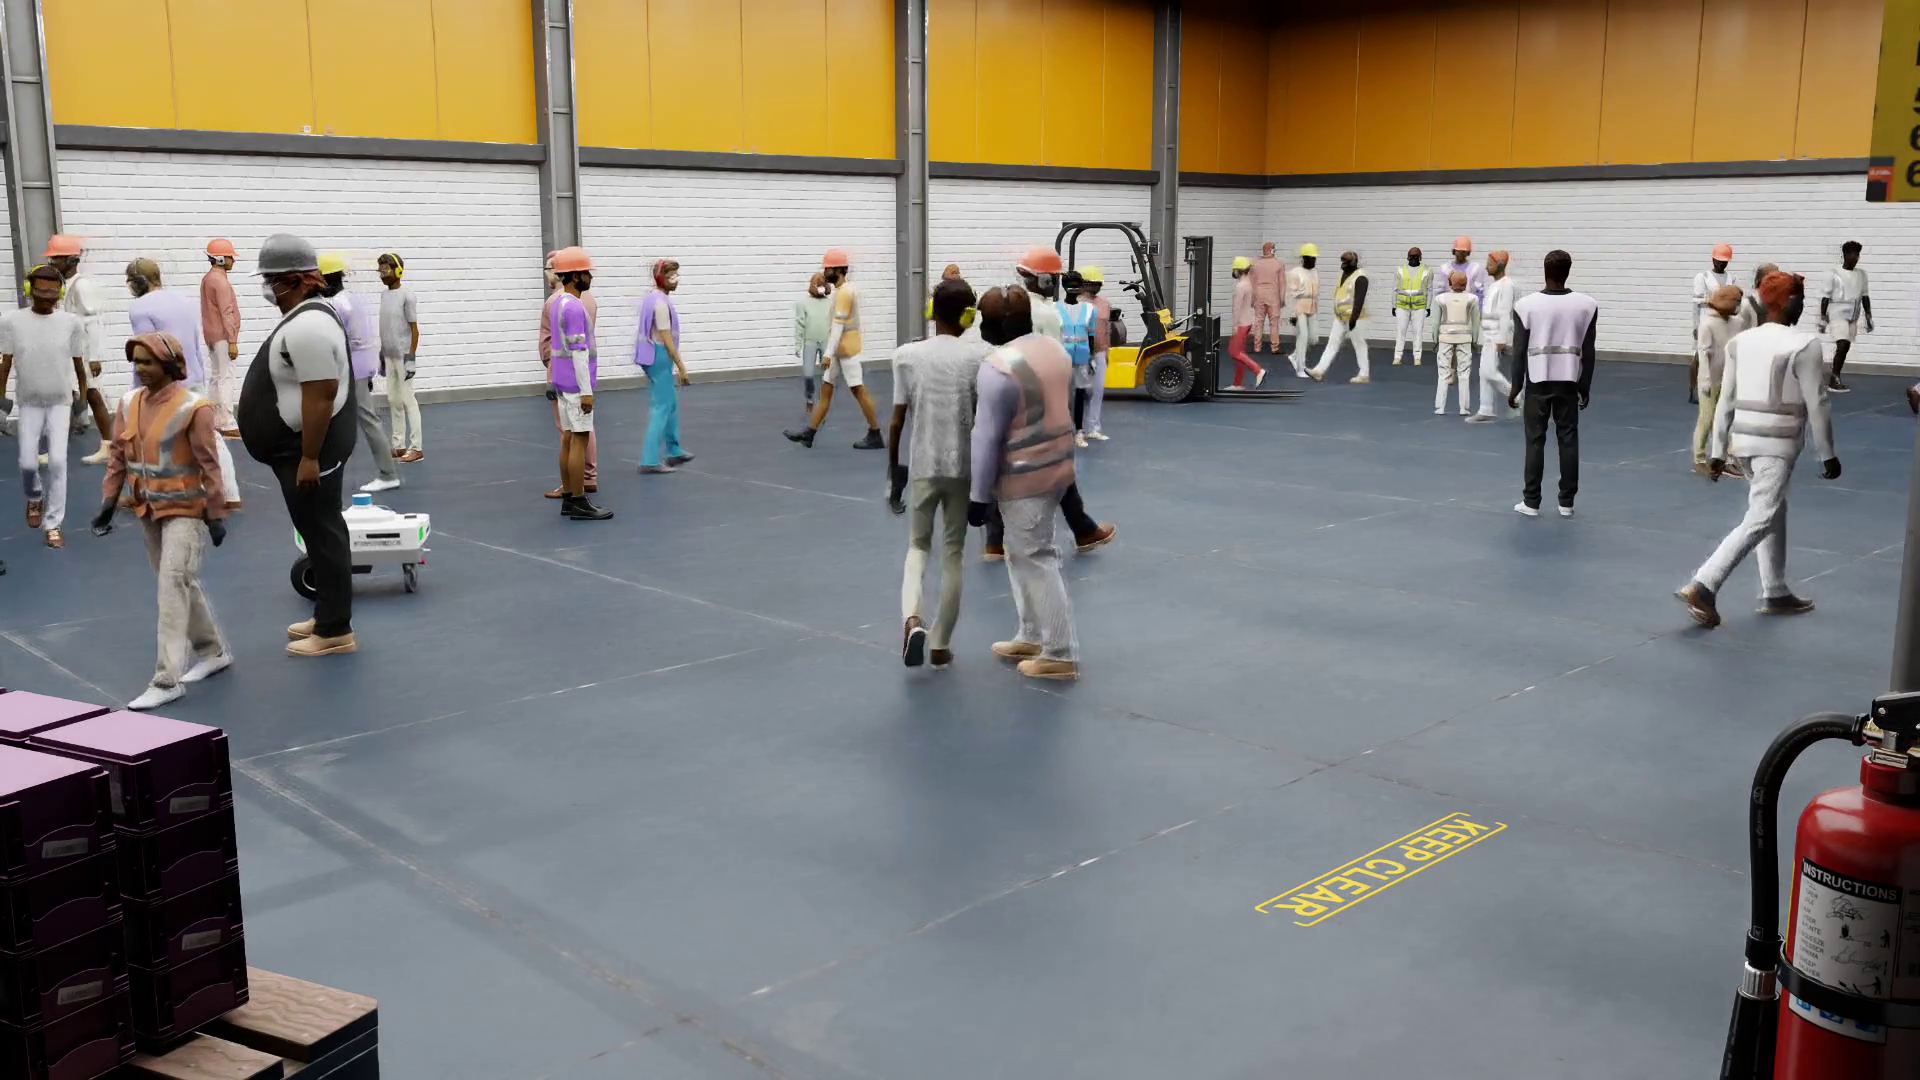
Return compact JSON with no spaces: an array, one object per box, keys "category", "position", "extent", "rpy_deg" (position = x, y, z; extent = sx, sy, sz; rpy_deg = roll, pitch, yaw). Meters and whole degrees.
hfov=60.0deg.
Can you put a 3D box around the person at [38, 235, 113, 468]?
[{"category":"person","position":[-7.828,-1.625,14.467],"extent":[0.884,2.014,0.637],"rpy_deg":[-8,13,-39]}]

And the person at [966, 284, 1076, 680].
[{"category":"person","position":[0.274,-0.250,7.557],"extent":[0.590,1.808,0.665],"rpy_deg":[5,12,27]}]

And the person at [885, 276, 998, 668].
[{"category":"person","position":[-0.083,-0.287,7.677],"extent":[0.533,1.839,0.484],"rpy_deg":[0,10,2]}]

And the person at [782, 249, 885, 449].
[{"category":"person","position":[-1.173,-1.785,15.690],"extent":[0.984,1.883,0.570],"rpy_deg":[-1,10,-8]}]

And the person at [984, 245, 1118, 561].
[{"category":"person","position":[0.547,-0.853,10.422],"extent":[0.981,1.948,0.637],"rpy_deg":[-6,12,-32]}]

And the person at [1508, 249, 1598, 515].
[{"category":"person","position":[4.272,-1.126,12.018],"extent":[0.590,1.920,0.398],"rpy_deg":[1,10,6]}]

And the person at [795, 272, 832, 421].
[{"category":"person","position":[-1.543,-2.117,18.209],"extent":[0.527,1.619,0.349],"rpy_deg":[-2,11,-13]}]

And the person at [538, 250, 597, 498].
[{"category":"person","position":[-3.046,-1.275,12.868],"extent":[0.406,1.904,0.654],"rpy_deg":[2,11,10]}]

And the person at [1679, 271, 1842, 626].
[{"category":"person","position":[4.157,-0.476,8.691],"extent":[0.932,1.852,0.569],"rpy_deg":[-3,11,-16]}]

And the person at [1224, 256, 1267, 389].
[{"category":"person","position":[3.662,-2.761,21.366],"extent":[0.527,1.751,0.539],"rpy_deg":[4,11,22]}]

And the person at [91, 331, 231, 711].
[{"category":"person","position":[-3.493,-0.109,7.314],"extent":[0.528,1.610,0.674],"rpy_deg":[5,11,25]}]

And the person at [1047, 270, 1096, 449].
[{"category":"person","position":[1.039,-1.696,15.743],"extent":[0.533,1.693,0.319],"rpy_deg":[-3,11,-15]}]

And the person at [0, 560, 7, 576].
[{"category":"person","position":[-5.934,-0.737,9.889],"extent":[0.458,1.938,0.552],"rpy_deg":[-2,11,-11]}]

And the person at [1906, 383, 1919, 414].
[{"category":"person","position":[11.053,-2.324,18.646],"extent":[0.791,1.885,0.651],"rpy_deg":[-1,10,-4]}]

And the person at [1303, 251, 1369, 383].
[{"category":"person","position":[5.248,-3.035,22.762],"extent":[0.849,1.805,0.645],"rpy_deg":[-4,11,-21]}]

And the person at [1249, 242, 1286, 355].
[{"category":"person","position":[5.246,-4.106,28.321],"extent":[0.636,1.903,0.405],"rpy_deg":[5,12,26]}]

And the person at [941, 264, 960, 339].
[{"category":"person","position":[-0.114,-2.921,22.582],"extent":[0.276,1.633,0.507],"rpy_deg":[-7,12,-32]}]

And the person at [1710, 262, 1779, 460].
[{"category":"person","position":[6.983,-1.546,14.647],"extent":[0.520,1.800,0.920],"rpy_deg":[-4,11,-19]}]

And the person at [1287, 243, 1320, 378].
[{"category":"person","position":[4.897,-3.274,23.769],"extent":[0.594,1.911,0.529],"rpy_deg":[-8,13,-36]}]

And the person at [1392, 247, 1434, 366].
[{"category":"person","position":[7.037,-3.634,25.922],"extent":[0.621,1.838,0.429],"rpy_deg":[4,11,19]}]

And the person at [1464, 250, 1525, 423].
[{"category":"person","position":[5.754,-2.159,17.781],"extent":[0.526,1.870,0.598],"rpy_deg":[0,10,0]}]

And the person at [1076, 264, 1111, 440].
[{"category":"person","position":[1.228,-1.873,16.589],"extent":[0.524,1.743,0.650],"rpy_deg":[-7,13,-34]}]

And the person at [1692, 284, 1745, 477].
[{"category":"person","position":[6.398,-1.330,13.998],"extent":[0.552,1.624,0.441],"rpy_deg":[-4,11,-20]}]

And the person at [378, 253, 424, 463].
[{"category":"person","position":[-5.043,-1.622,14.876],"extent":[0.508,1.865,0.328],"rpy_deg":[8,13,36]}]

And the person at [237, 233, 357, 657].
[{"category":"person","position":[-3.199,-0.461,8.057],"extent":[0.536,2.000,0.688],"rpy_deg":[-3,11,-18]}]

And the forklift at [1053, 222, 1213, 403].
[{"category":"forklift","position":[1.935,-2.847,20.651],"extent":[2.313,2.155,1.214],"rpy_deg":[2,11,13]}]

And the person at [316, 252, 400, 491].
[{"category":"person","position":[-4.896,-1.306,13.090],"extent":[0.920,1.877,0.623],"rpy_deg":[-1,10,-6]}]

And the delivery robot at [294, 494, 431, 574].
[{"category":"delivery robot","position":[-3.381,-0.019,9.447],"extent":[0.707,0.478,0.477],"rpy_deg":[-2,11,-12]}]

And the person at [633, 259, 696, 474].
[{"category":"person","position":[-2.493,-1.486,14.266],"extent":[0.701,1.811,0.751],"rpy_deg":[-5,11,-25]}]

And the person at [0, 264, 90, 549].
[{"category":"person","position":[-6.032,-0.886,10.923],"extent":[0.586,1.840,0.633],"rpy_deg":[-6,12,-31]}]

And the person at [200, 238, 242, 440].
[{"category":"person","position":[-7.318,-1.996,16.555],"extent":[0.397,1.992,0.621],"rpy_deg":[-9,13,-39]}]

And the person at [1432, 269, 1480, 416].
[{"category":"person","position":[5.560,-2.210,18.678],"extent":[0.515,1.645,0.308],"rpy_deg":[3,11,15]}]

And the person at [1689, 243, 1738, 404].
[{"category":"person","position":[9.052,-2.584,19.943],"extent":[0.546,1.928,0.385],"rpy_deg":[-1,10,-7]}]

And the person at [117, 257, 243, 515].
[{"category":"person","position":[-5.718,-1.081,11.960],"extent":[1.038,1.853,0.639],"rpy_deg":[3,11,14]}]

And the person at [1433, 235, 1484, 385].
[{"category":"person","position":[6.705,-3.084,22.400],"extent":[0.648,2.022,0.468],"rpy_deg":[5,11,24]}]

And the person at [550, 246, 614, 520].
[{"category":"person","position":[-2.724,-1.111,11.870],"extent":[0.347,1.943,0.544],"rpy_deg":[-5,12,-26]}]

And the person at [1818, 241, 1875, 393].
[{"category":"person","position":[11.476,-2.858,21.386],"extent":[0.632,1.940,0.650],"rpy_deg":[-3,11,-16]}]
